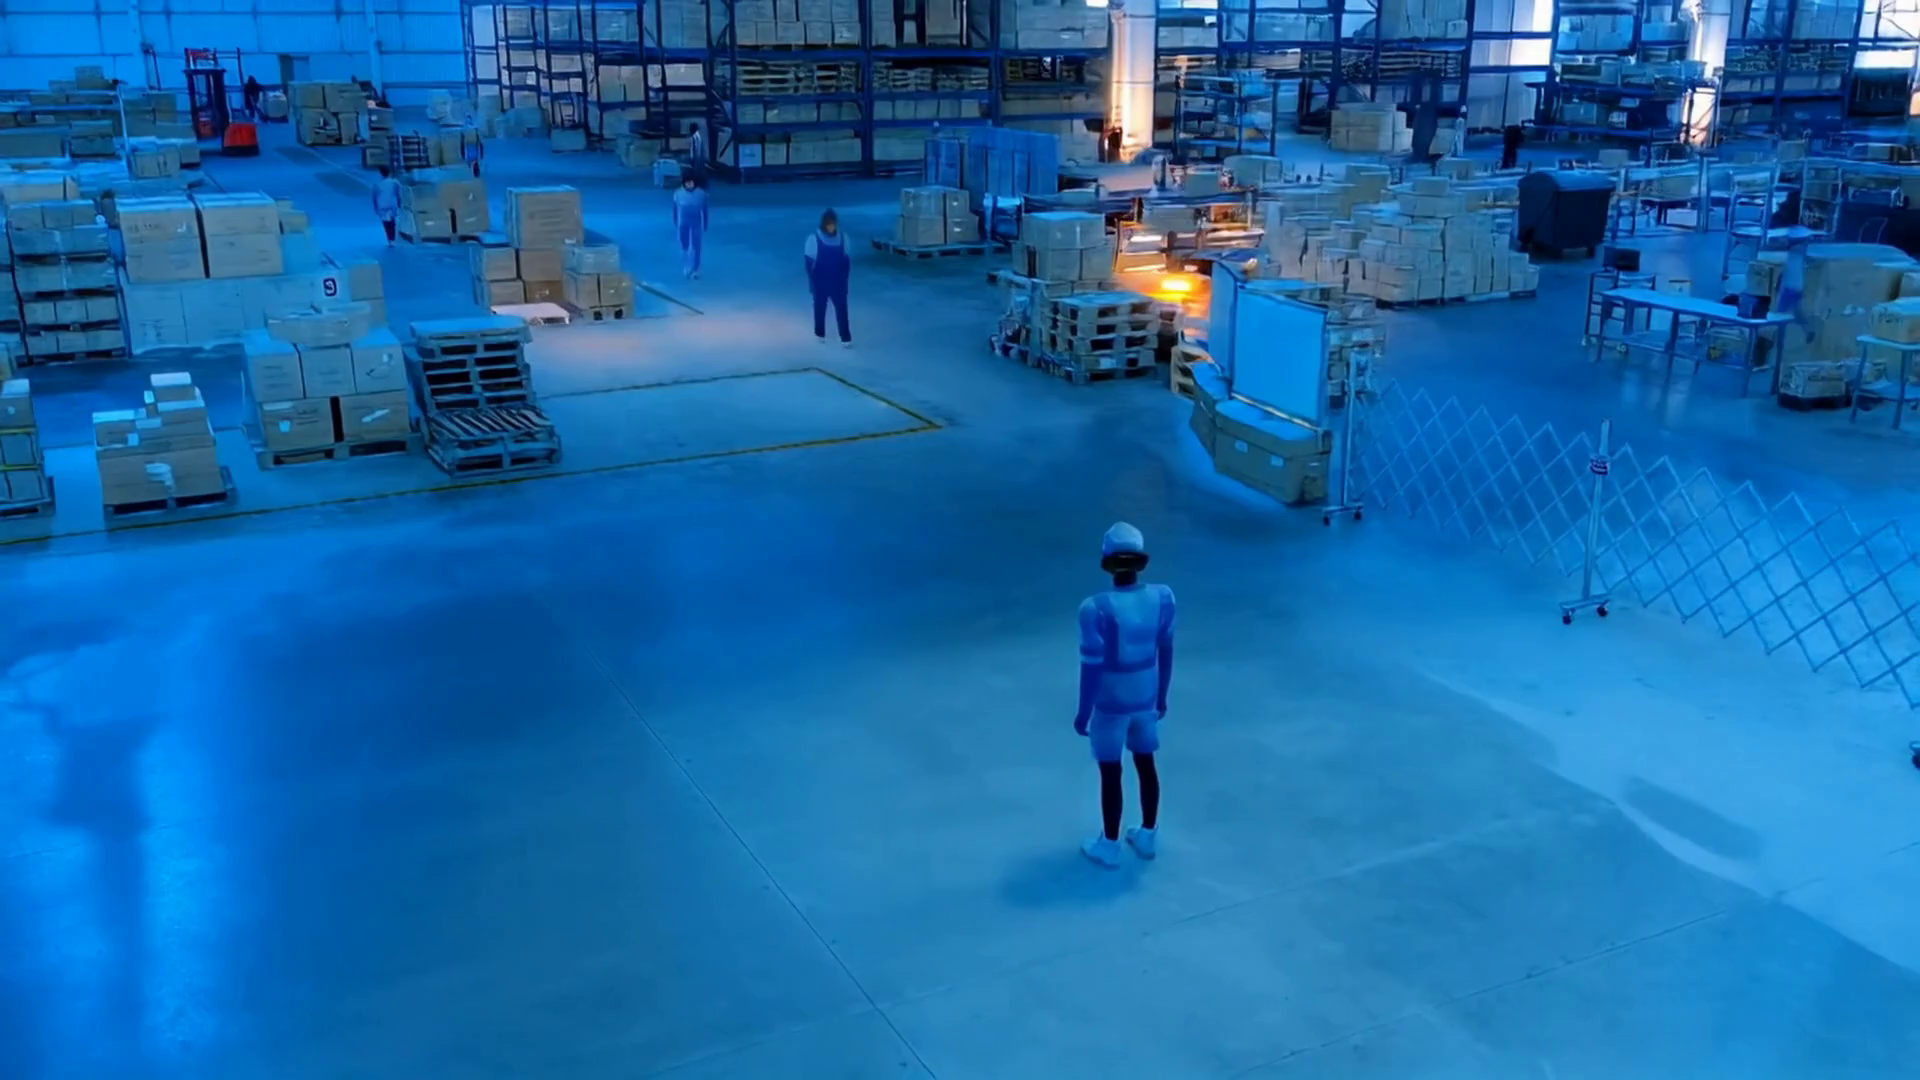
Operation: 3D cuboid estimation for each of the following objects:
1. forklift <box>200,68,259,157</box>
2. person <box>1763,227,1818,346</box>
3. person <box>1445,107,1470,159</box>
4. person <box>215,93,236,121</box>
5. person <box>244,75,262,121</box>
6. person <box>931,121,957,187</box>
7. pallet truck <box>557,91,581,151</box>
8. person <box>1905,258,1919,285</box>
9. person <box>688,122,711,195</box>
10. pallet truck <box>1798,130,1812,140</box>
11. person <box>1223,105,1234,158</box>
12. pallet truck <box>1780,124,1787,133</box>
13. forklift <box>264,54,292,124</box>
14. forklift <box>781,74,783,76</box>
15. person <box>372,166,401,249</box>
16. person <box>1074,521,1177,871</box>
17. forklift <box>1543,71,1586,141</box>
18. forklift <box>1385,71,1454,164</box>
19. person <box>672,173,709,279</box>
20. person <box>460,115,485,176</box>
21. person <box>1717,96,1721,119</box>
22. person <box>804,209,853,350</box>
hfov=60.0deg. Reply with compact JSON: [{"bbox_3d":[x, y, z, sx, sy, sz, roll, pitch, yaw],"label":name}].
[{"bbox_3d":[-24.369,-14.147,54.940,1.873,2.768,1.129,-9,20,-26],"label":"forklift"},{"bbox_3d":[12.117,-3.662,24.090,0.724,1.740,0.523,5,18,15],"label":"person"},{"bbox_3d":[14.781,-11.891,49.463,0.853,1.924,0.608,2,18,5],"label":"person"},{"bbox_3d":[-25.081,-14.293,56.832,0.612,1.987,0.399,-8,20,-24],"label":"person"},{"bbox_3d":[-30.643,-19.173,72.132,0.629,1.935,0.372,-8,20,-24],"label":"person"},{"bbox_3d":[-0.416,-10.096,43.938,1.017,1.885,0.556,0,18,-1],"label":"person"},{"bbox_3d":[-13.495,-14.412,57.188,0.823,1.965,1.885,-3,18,-9],"label":"pallet truck"},{"bbox_3d":[17.070,-5.329,29.139,0.528,1.842,0.876,-3,18,-10],"label":"person"},{"bbox_3d":[-6.983,-10.002,43.617,0.889,1.879,0.612,-2,18,-7],"label":"person"},{"bbox_3d":[25.526,-11.556,49.408,1.630,1.274,0.653,-9,20,-26],"label":"pallet truck"},{"bbox_3d":[8.781,-13.337,54.328,0.368,1.684,0.556,13,22,35],"label":"person"},{"bbox_3d":[25.206,-12.542,52.601,1.601,1.201,0.680,0,18,-2],"label":"pallet truck"},{"bbox_3d":[-28.494,-19.123,70.450,1.873,2.768,1.129,-9,20,-26],"label":"forklift"},{"bbox_3d":[-5.242,-12.625,50.193,1.873,2.768,1.129,-9,20,-26],"label":"forklift"},{"bbox_3d":[-11.708,-6.811,34.025,0.534,1.669,0.826,-9,20,-26],"label":"person"},{"bbox_3d":[0.912,0.886,9.434,0.609,2.036,0.402,-8,20,-24],"label":"person"},{"bbox_3d":[18.685,-13.231,52.085,1.873,2.768,1.129,-9,20,-26],"label":"forklift"},{"bbox_3d":[14.594,-13.327,52.382,1.873,2.768,1.129,-9,20,-26],"label":"forklift"},{"bbox_3d":[-4.854,-5.666,30.063,0.629,1.921,0.490,-3,18,-9],"label":"person"},{"bbox_3d":[-13.470,-10.782,46.018,0.613,1.907,1.043,-2,18,-7],"label":"person"},{"bbox_3d":[26.923,-15.035,59.501,0.588,1.766,0.981,-5,18,-14],"label":"person"},{"bbox_3d":[-1.877,-3.761,23.913,0.682,2.000,1.022,-5,18,-15],"label":"person"}]
